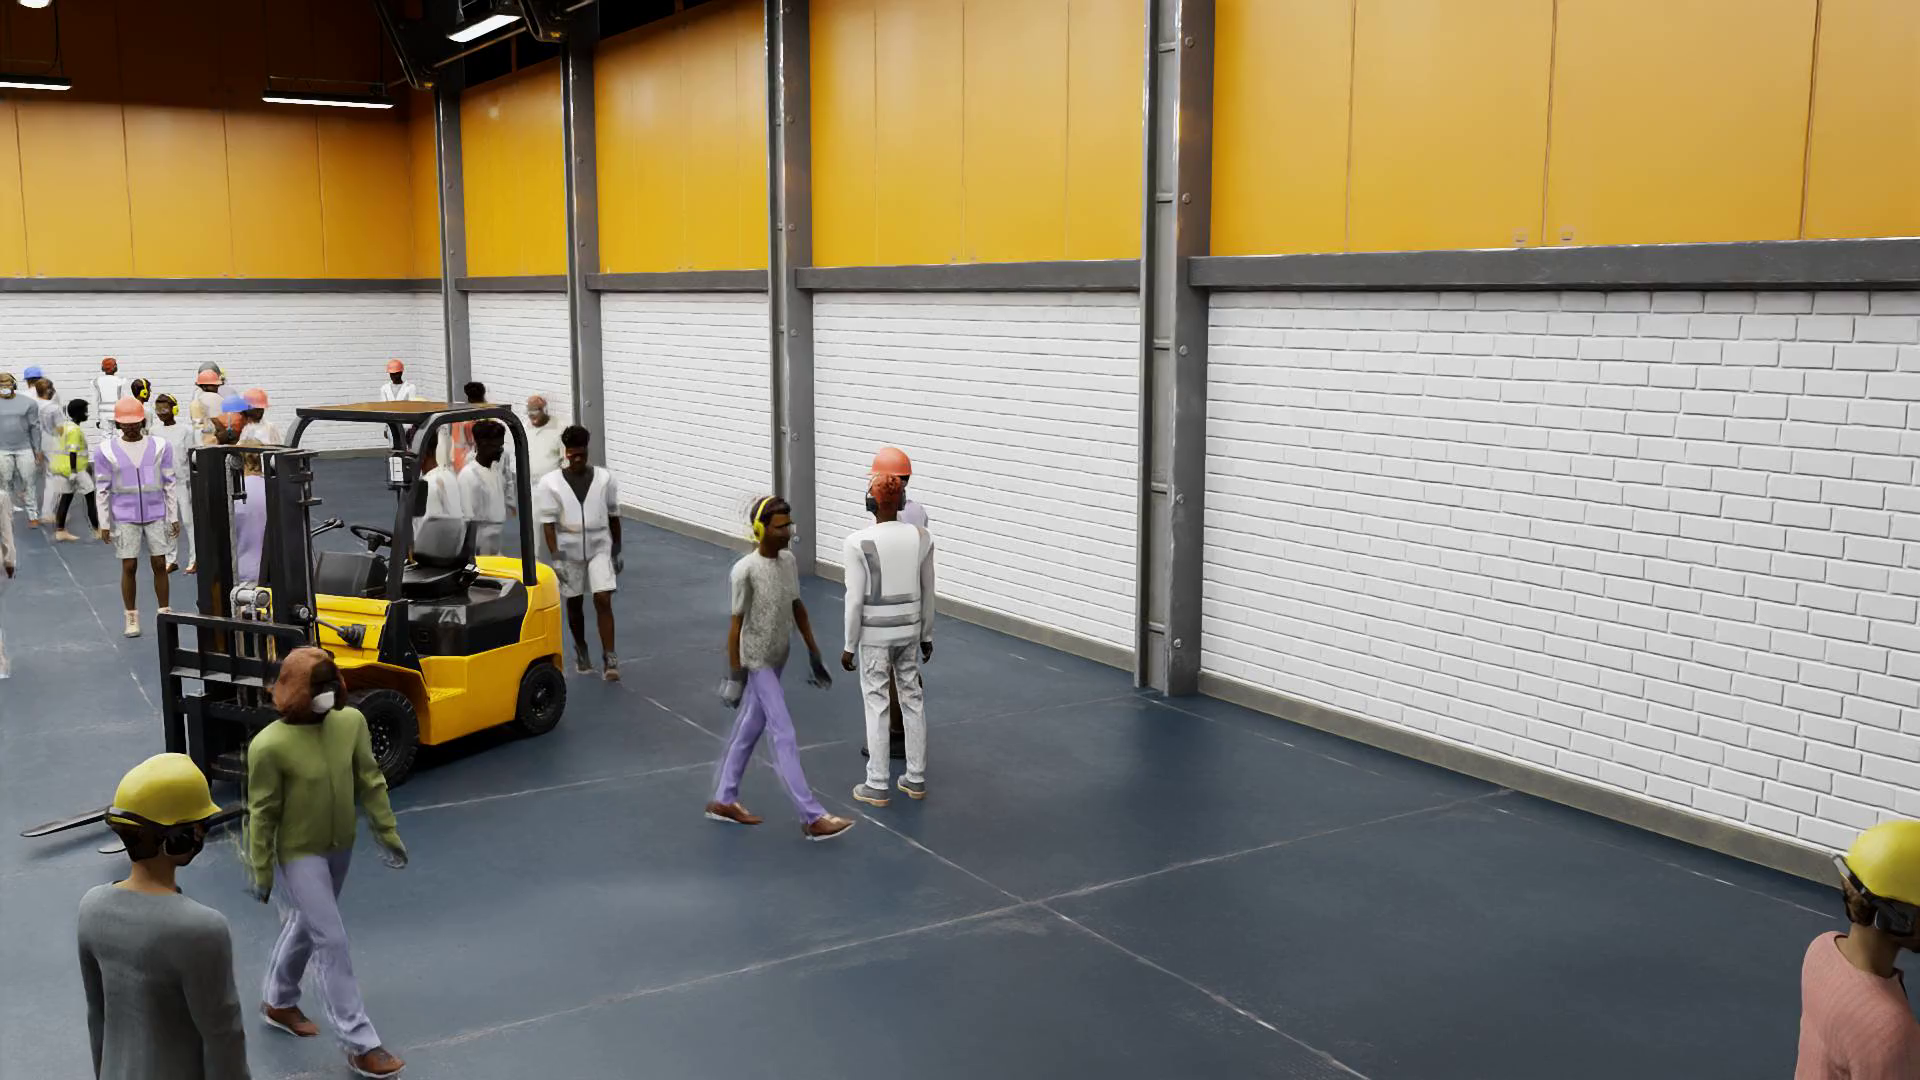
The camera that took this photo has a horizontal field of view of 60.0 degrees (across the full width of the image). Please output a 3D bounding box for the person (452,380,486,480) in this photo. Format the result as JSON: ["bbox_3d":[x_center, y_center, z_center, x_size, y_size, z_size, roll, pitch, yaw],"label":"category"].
[{"bbox_3d":[-5.426,-0.823,18.520,0.477,1.925,0.654,-6,11,-37],"label":"person"}]

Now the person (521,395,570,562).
[{"bbox_3d":[-4.207,-0.525,16.745,0.660,1.846,1.007,1,9,8],"label":"person"}]

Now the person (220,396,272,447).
[{"bbox_3d":[-6.964,-0.443,16.101,0.601,1.881,1.010,5,10,30],"label":"person"}]

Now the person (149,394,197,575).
[{"bbox_3d":[-8.049,-0.567,17.043,0.511,1.862,0.325,1,8,6],"label":"person"}]

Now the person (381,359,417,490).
[{"bbox_3d":[-8.181,-1.672,24.273,0.539,1.929,0.387,1,8,5],"label":"person"}]

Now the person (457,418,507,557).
[{"bbox_3d":[-3.689,0.033,12.712,0.568,1.940,0.655,0,8,2],"label":"person"}]

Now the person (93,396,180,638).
[{"bbox_3d":[-6.884,-0.192,13.944,0.612,2.031,0.403,-6,10,-33],"label":"person"}]

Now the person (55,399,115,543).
[{"bbox_3d":[-10.143,-0.802,19.248,0.749,1.657,0.559,-6,10,-36],"label":"person"}]

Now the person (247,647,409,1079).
[{"bbox_3d":[-2.391,1.170,6.226,0.856,1.586,0.515,4,9,27],"label":"person"}]

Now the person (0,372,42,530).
[{"bbox_3d":[-11.546,-1.080,20.272,0.636,1.930,0.372,-5,10,-28],"label":"person"}]

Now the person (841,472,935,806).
[{"bbox_3d":[-0.402,0.556,9.387,0.584,1.879,0.337,-5,10,-32],"label":"person"}]

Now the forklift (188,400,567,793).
[{"bbox_3d":[-3.529,0.258,10.348,1.214,2.155,2.313,4,9,25],"label":"forklift"}]

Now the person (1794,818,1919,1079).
[{"bbox_3d":[1.993,1.466,3.685,0.345,1.758,0.532,2,9,12],"label":"person"}]

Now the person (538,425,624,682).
[{"bbox_3d":[-2.770,0.110,12.277,0.612,1.907,0.998,-3,9,-18],"label":"person"}]

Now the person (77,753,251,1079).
[{"bbox_3d":[-1.947,1.399,4.140,0.527,1.760,0.337,5,10,30],"label":"person"}]

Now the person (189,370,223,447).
[{"bbox_3d":[-9.285,-1.142,20.643,0.362,1.939,0.543,1,8,5],"label":"person"}]

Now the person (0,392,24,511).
[{"bbox_3d":[-12.519,-1.211,21.766,0.315,1.741,0.494,0,8,0],"label":"person"}]

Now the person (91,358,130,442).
[{"bbox_3d":[-13.204,-1.900,25.945,0.575,1.882,0.355,-2,9,-12],"label":"person"}]

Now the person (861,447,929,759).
[{"bbox_3d":[-0.417,0.389,10.326,0.354,1.939,0.544,4,9,24],"label":"person"}]

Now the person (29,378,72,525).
[{"bbox_3d":[-11.322,-1.099,20.749,0.560,1.834,0.501,3,9,18],"label":"person"}]

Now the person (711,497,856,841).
[{"bbox_3d":[-0.956,0.671,8.822,0.963,1.818,0.543,4,9,24],"label":"person"}]

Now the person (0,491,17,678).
[{"bbox_3d":[-7.395,0.177,12.462,0.598,1.723,0.490,3,9,21],"label":"person"}]

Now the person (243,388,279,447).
[{"bbox_3d":[-7.186,-0.596,17.009,0.390,1.925,0.550,7,11,41],"label":"person"}]

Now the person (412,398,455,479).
[{"bbox_3d":[-4.957,-0.363,15.461,0.377,1.918,0.585,5,10,31],"label":"person"}]

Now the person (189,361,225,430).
[{"bbox_3d":[-9.297,-1.221,20.834,0.688,2.000,0.538,8,12,43],"label":"person"}]

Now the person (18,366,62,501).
[{"bbox_3d":[-12.487,-1.398,22.538,0.944,1.884,0.600,6,10,36],"label":"person"}]

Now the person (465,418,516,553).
[{"bbox_3d":[-4.591,-0.362,16.146,0.798,1.714,0.496,6,11,37],"label":"person"}]
